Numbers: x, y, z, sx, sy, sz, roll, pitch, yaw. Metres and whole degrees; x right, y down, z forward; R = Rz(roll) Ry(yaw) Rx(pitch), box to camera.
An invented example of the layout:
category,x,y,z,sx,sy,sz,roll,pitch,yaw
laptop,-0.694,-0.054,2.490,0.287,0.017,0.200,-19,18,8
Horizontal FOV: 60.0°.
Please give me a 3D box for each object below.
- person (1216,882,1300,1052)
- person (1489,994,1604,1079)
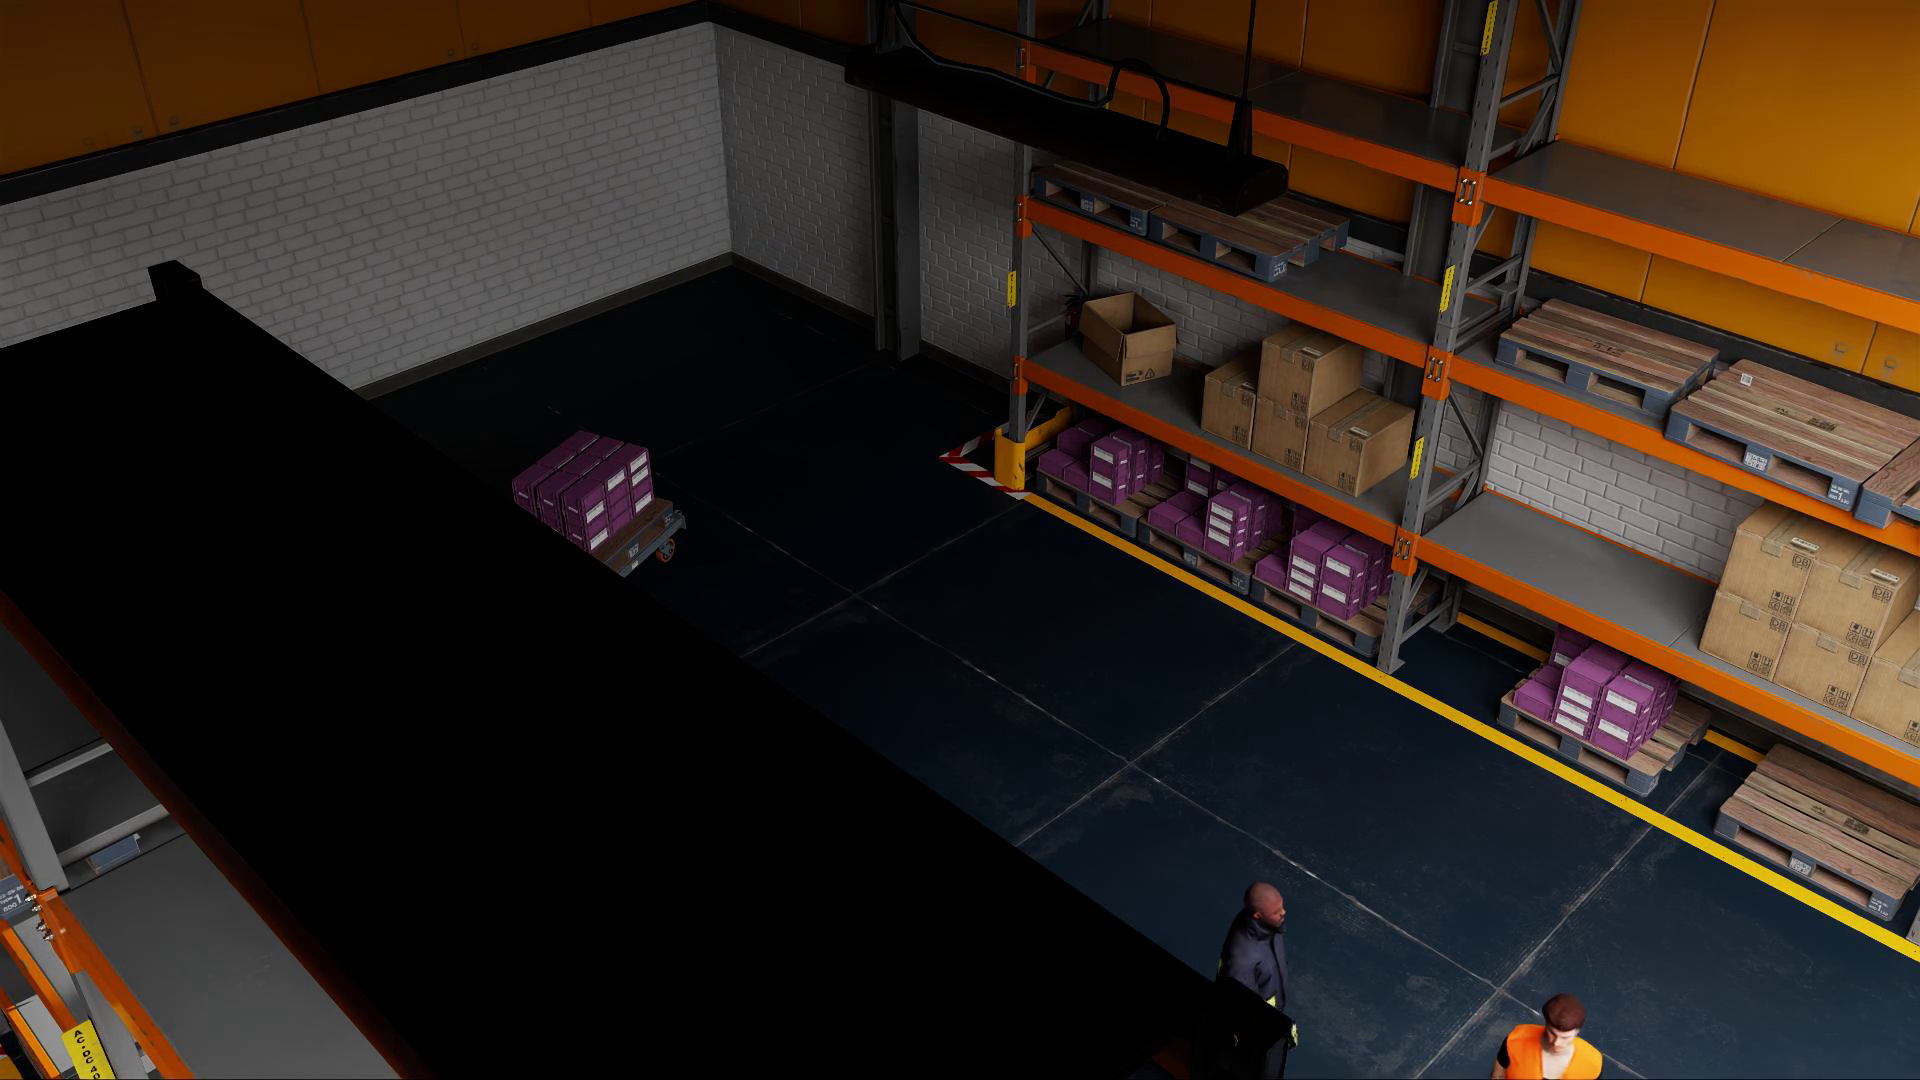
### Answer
category,x,y,z,sx,sy,sz,roll,pitch,yaw
person,1.535,2.545,9.128,0.859,1.816,0.850,17,37,24
person,2.906,2.956,8.452,0.734,1.880,0.853,10,35,15
